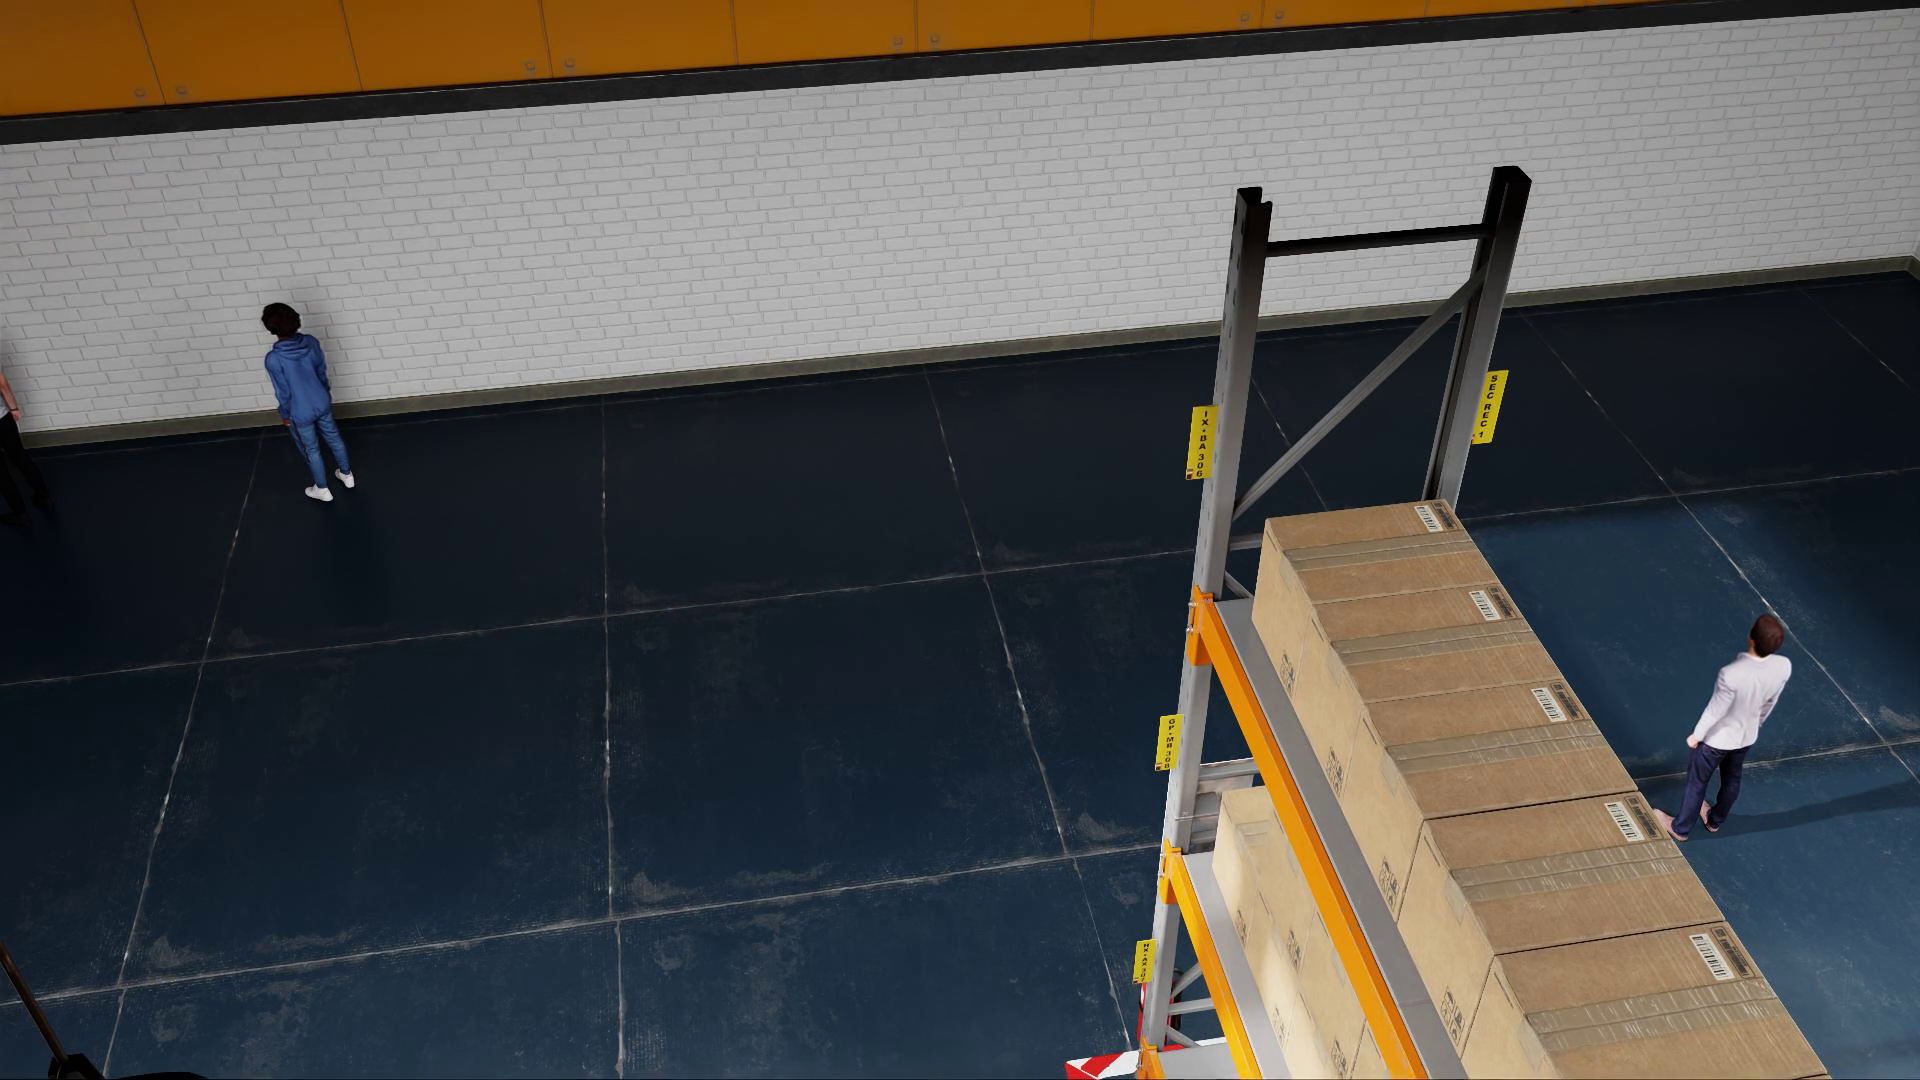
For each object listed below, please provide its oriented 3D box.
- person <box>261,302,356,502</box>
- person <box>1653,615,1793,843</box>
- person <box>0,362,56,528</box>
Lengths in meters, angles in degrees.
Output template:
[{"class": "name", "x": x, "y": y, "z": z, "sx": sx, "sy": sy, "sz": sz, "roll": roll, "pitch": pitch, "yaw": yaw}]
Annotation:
[{"class": "person", "x": -5.381, "y": -1.138, "z": 13.675, "sx": 0.799, "sy": 1.809, "sz": 0.744, "roll": 24, "pitch": 45, "yaw": 27}, {"class": "person", "x": 4.942, "y": 1.218, "z": 10.690, "sx": 0.695, "sy": 1.853, "sz": 0.603, "roll": -10, "pitch": 40, "yaw": -12}, {"class": "person", "x": -7.802, "y": -0.933, "z": 13.375, "sx": 0.807, "sy": 1.863, "sz": 0.704, "roll": 18, "pitch": 42, "yaw": 21}]
